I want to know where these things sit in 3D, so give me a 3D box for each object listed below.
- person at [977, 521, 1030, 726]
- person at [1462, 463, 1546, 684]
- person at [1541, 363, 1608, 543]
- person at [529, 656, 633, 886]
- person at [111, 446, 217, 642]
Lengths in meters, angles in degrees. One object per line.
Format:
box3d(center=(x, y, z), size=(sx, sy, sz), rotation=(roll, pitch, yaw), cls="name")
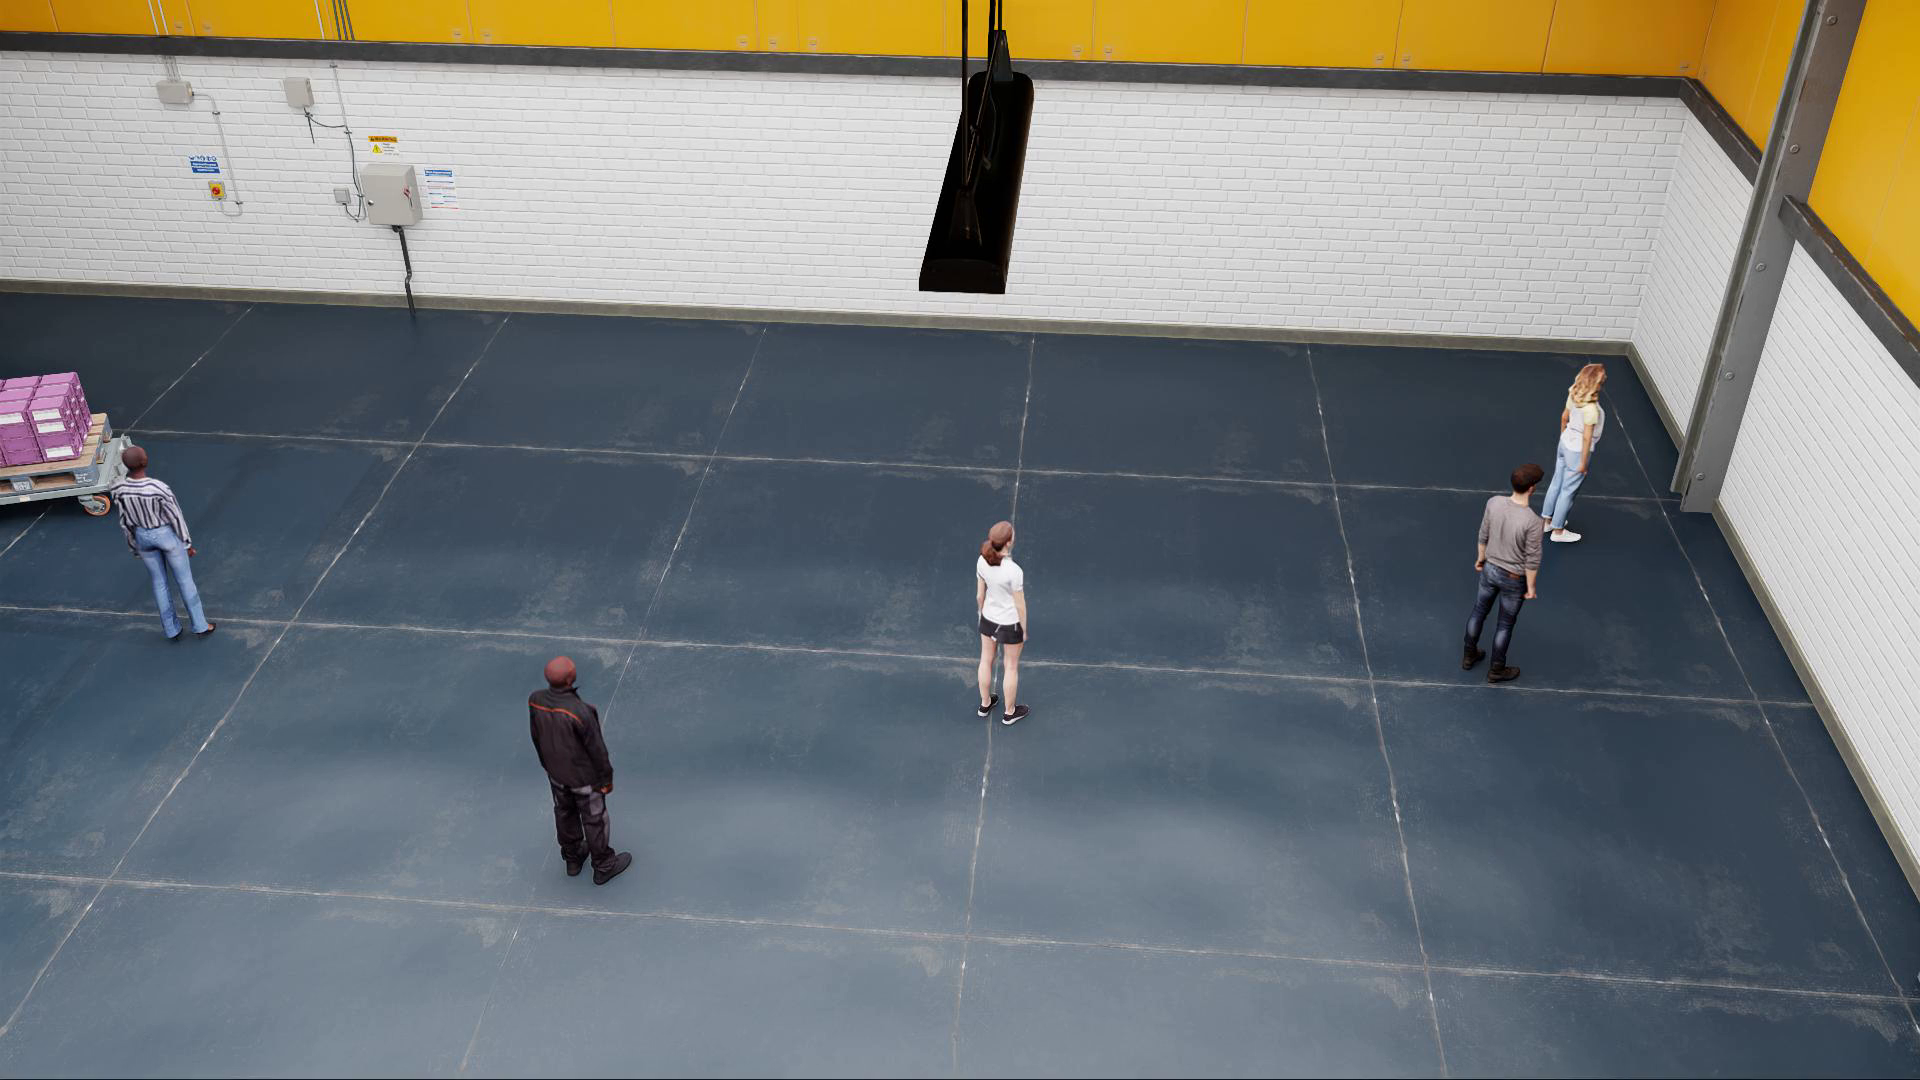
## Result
box3d(center=(0.308, 0.619, 12.497), size=(0.657, 1.752, 0.690), rotation=(19, 38, 26), cls="person")
box3d(center=(4.226, 0.253, 12.911), size=(0.837, 1.903, 0.769), rotation=(-24, 40, -31), cls="person")
box3d(center=(5.398, -0.780, 14.629), size=(0.729, 1.722, 0.551), rotation=(-4, 34, -7), cls="person")
box3d(center=(-2.576, 1.521, 11.075), size=(0.771, 1.825, 0.710), rotation=(13, 36, 19), cls="person")
box3d(center=(-6.408, 0.039, 13.331), size=(0.664, 1.795, 0.579), rotation=(-2, 34, -2), cls="person")
